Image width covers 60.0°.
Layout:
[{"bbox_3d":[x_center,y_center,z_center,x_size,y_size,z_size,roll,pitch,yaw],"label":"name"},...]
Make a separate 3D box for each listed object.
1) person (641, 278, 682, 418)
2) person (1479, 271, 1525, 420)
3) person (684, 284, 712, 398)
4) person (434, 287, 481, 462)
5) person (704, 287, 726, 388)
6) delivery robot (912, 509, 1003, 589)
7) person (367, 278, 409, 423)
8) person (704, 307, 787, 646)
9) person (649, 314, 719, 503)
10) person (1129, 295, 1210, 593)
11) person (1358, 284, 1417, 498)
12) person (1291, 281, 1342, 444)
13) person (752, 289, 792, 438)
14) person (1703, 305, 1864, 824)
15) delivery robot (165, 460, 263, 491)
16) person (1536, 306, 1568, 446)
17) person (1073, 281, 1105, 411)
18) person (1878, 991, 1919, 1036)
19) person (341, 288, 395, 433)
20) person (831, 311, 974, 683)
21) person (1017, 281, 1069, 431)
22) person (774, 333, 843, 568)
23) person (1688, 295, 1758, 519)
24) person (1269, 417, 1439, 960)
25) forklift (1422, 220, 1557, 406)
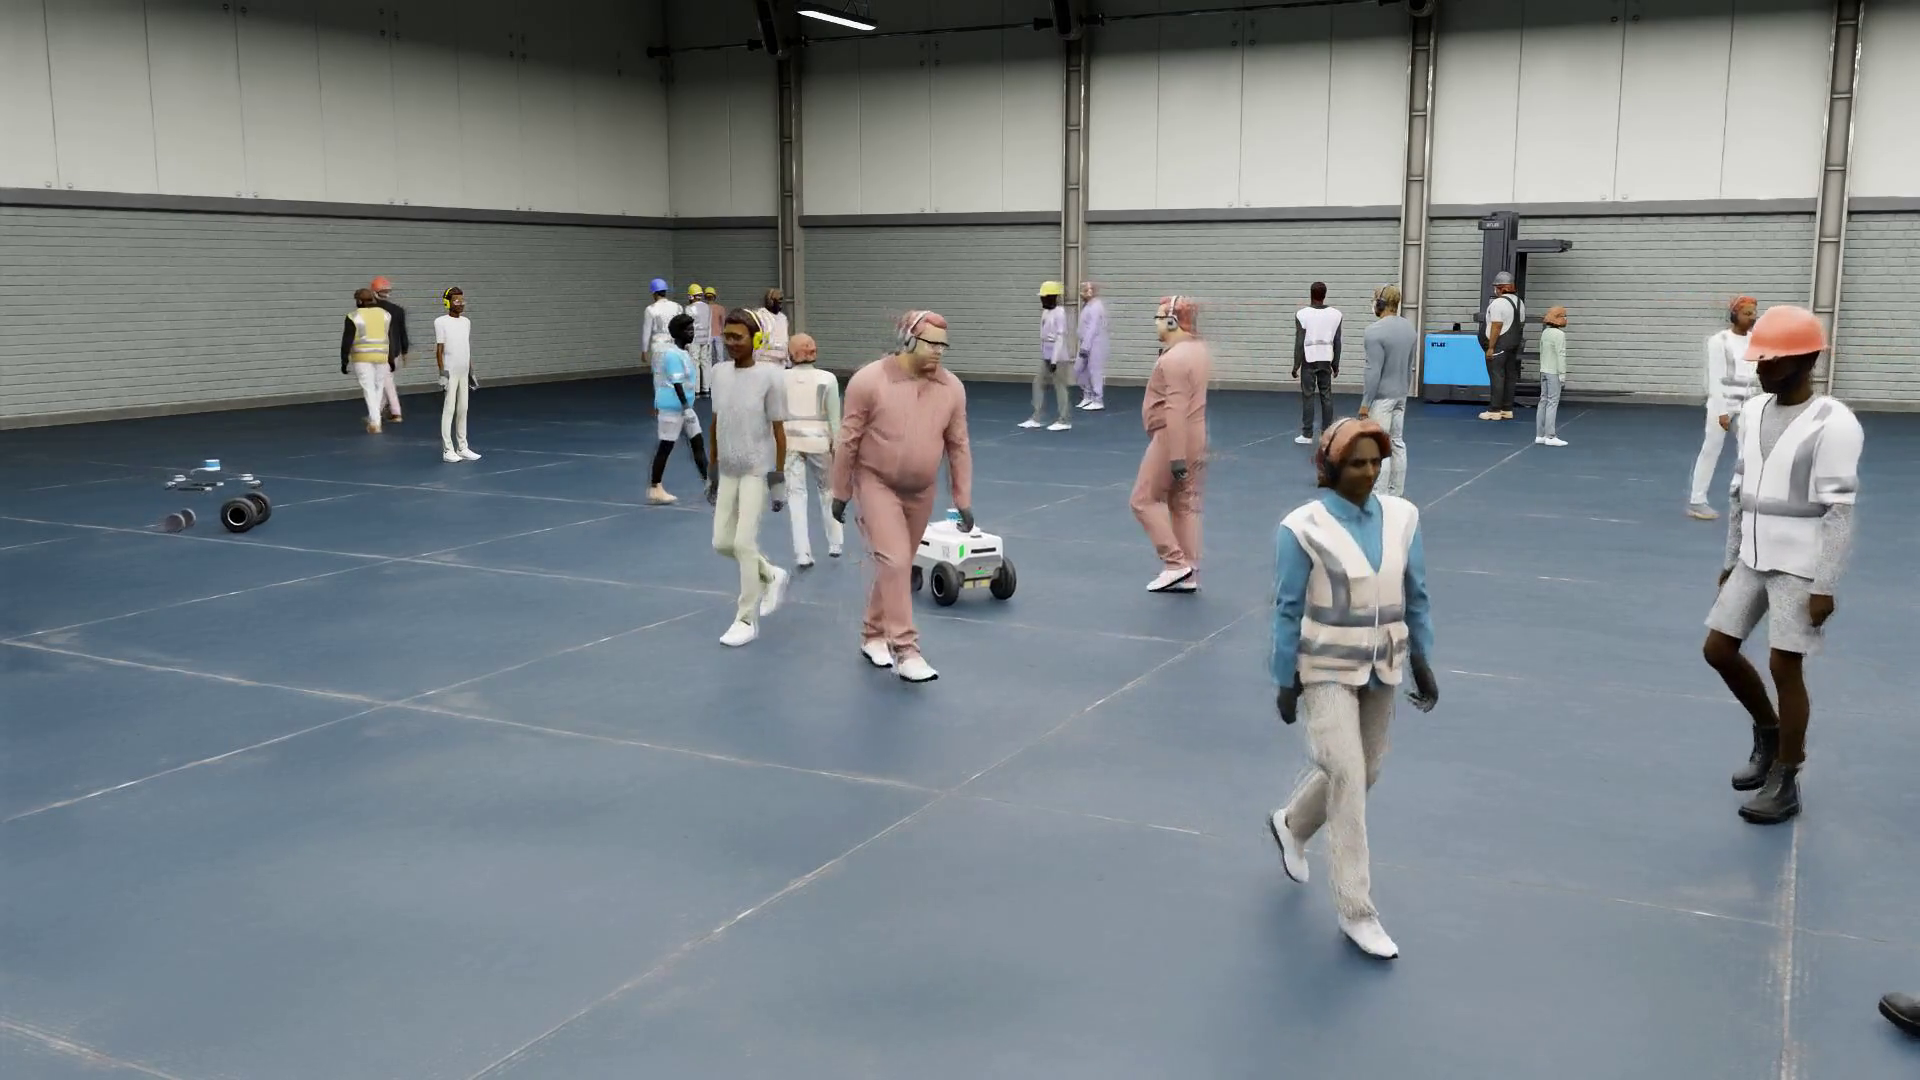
[{"bbox_3d":[-4.163,-2.681,23.280,0.643,1.937,0.449,-9,13,-42],"label":"person"},{"bbox_3d":[7.474,-2.681,23.085,0.689,2.000,0.539,-8,12,-41],"label":"person"},{"bbox_3d":[-4.260,-3.212,26.864,0.404,1.831,0.601,5,11,30],"label":"person"},{"bbox_3d":[-5.437,-1.792,17.996,0.329,1.873,0.512,5,10,26],"label":"person"},{"bbox_3d":[-4.353,-3.544,29.131,0.526,1.765,0.329,-5,10,-28],"label":"person"},{"bbox_3d":[-0.034,0.046,10.543,0.477,0.478,0.707,-5,11,-30],"label":"delivery robot"},{"bbox_3d":[-7.880,-2.580,22.651,1.070,1.933,0.620,8,12,41],"label":"person"},{"bbox_3d":[-1.171,-0.373,9.283,0.522,1.852,0.621,6,11,31],"label":"person"},{"bbox_3d":[-2.381,-1.153,14.681,0.811,1.665,0.553,1,9,5],"label":"person"},{"bbox_3d":[1.338,-0.599,10.566,0.444,1.890,0.658,4,10,25],"label":"person"},{"bbox_3d":[3.556,-1.169,13.939,0.635,1.939,0.362,-9,13,-42],"label":"person"},{"bbox_3d":[4.247,-2.107,19.788,0.600,1.917,0.376,-2,9,-13],"label":"person"},{"bbox_3d":[-2.294,-2.161,20.405,0.452,1.822,0.650,6,11,31],"label":"person"},{"bbox_3d":[3.069,0.087,6.241,0.431,1.922,0.592,-3,10,-16],"label":"person"},{"bbox_3d":[-5.955,-0.525,13.266,0.698,0.223,0.335,-1,9,-7],"label":"delivery robot"},{"bbox_3d":[7.012,-1.942,19.651,0.279,1.633,0.501,-1,9,-7],"label":"person"},{"bbox_3d":[1.891,-2.853,24.488,0.513,1.884,0.643,-2,9,-11],"label":"person"},{"bbox_3d":[2.788,0.436,4.159,0.604,1.902,0.726,-6,11,-34],"label":"person"},{"bbox_3d":[-7.581,-2.278,21.150,0.771,1.814,0.657,8,12,41],"label":"person"},{"bbox_3d":[-0.264,-0.221,8.401,0.658,1.839,0.922,-6,11,-32],"label":"person"},{"bbox_3d":[1.065,-2.337,21.234,0.778,1.901,0.613,-3,10,-20],"label":"person"},{"bbox_3d":[-1.068,-0.633,11.635,0.517,1.610,0.650,1,9,3],"label":"person"},{"bbox_3d":[6.366,-1.053,13.526,0.589,1.836,0.966,-4,10,-22],"label":"person"},{"bbox_3d":[1.189,0.408,5.222,0.520,1.611,0.757,-4,10,-25],"label":"person"},{"bbox_3d":[8.245,-3.527,25.720,1.873,2.768,1.129,5,10,27],"label":"forklift"}]
